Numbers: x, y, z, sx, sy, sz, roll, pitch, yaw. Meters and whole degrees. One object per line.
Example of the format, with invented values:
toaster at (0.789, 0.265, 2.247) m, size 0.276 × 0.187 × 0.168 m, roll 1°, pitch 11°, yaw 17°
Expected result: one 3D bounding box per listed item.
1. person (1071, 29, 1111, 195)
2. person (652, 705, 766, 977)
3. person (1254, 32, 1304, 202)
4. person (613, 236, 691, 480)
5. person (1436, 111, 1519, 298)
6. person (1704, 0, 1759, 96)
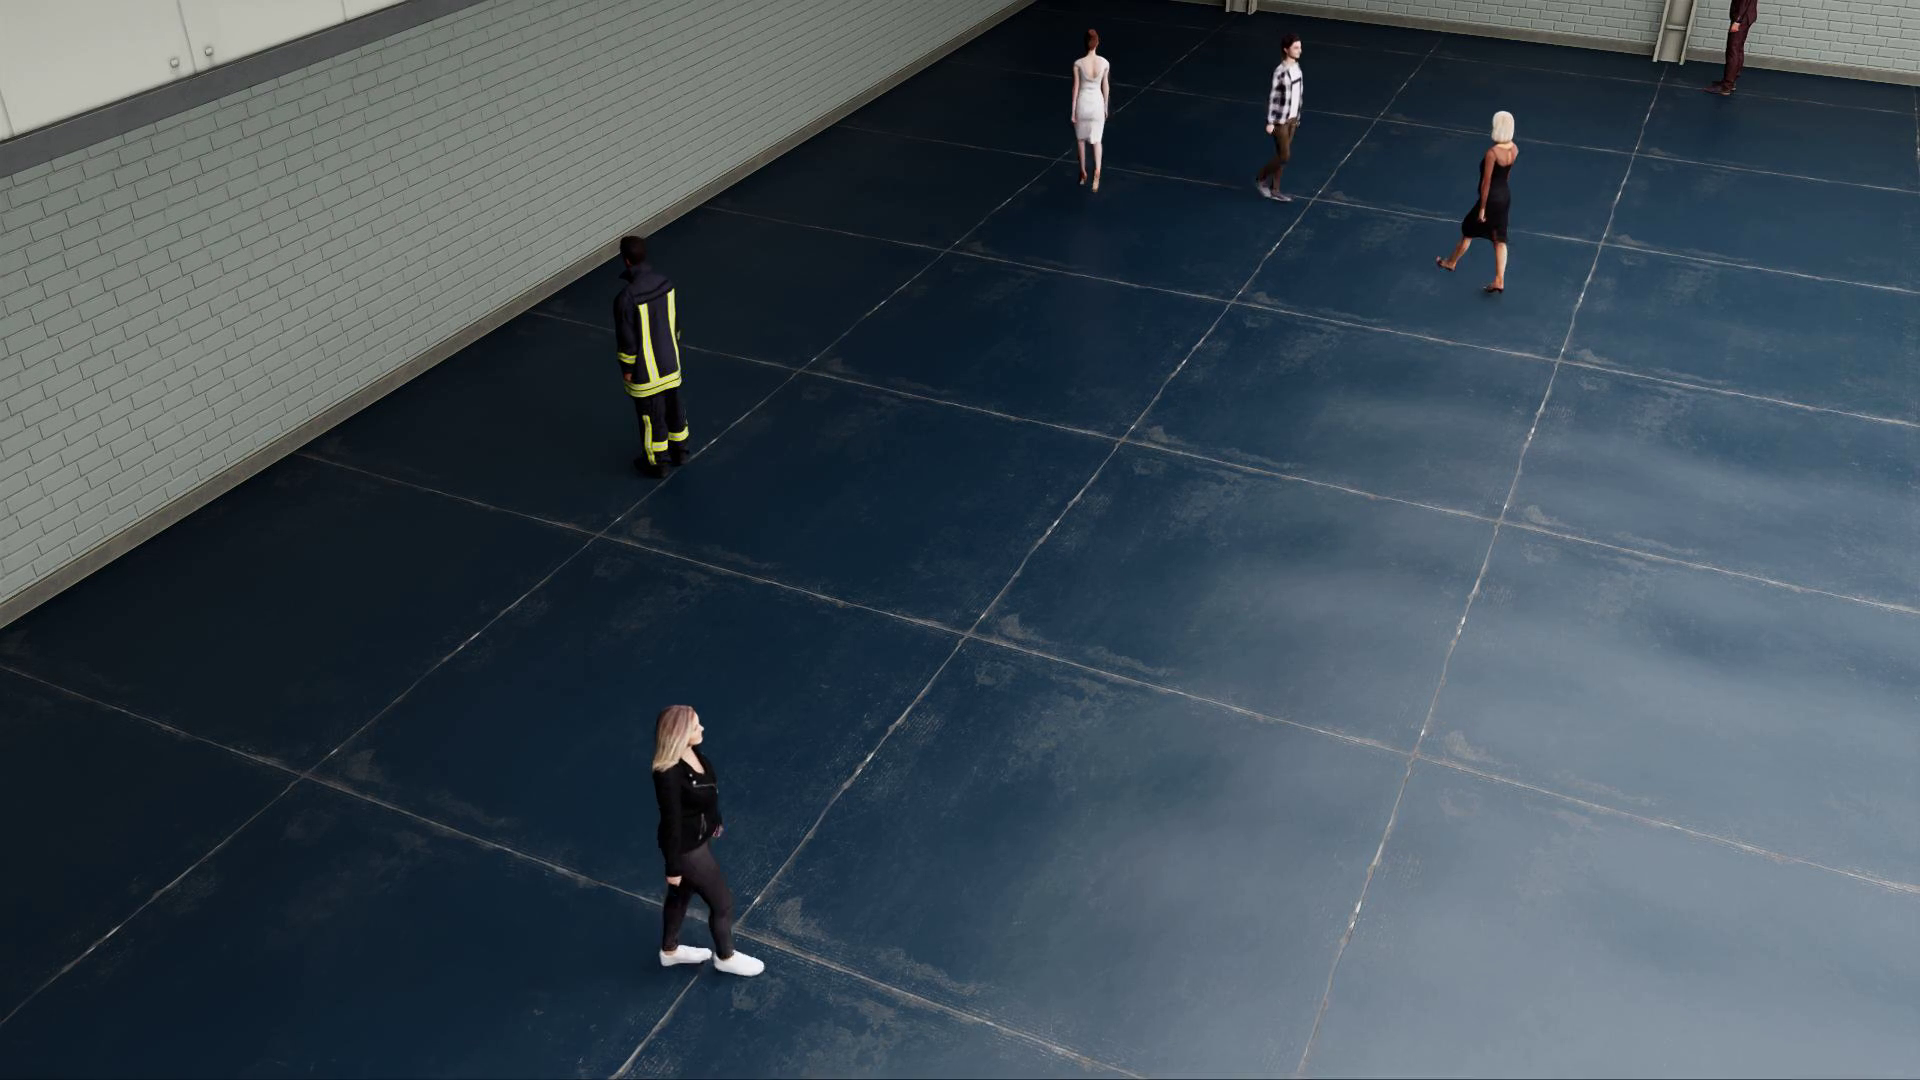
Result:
person at (1.386, -4.503, 17.695) m, size 1.076 × 1.769 × 0.981 m, roll -2°, pitch 32°, yaw -4°
person at (-1.448, 1.517, 8.247) m, size 0.909 × 1.668 × 0.812 m, roll -1°, pitch 32°, yaw -1°
person at (3.367, -4.495, 17.653) m, size 0.740 × 1.801 × 0.705 m, roll 25°, pitch 40°, yaw 34°
person at (-2.343, -1.391, 12.618) m, size 0.729 × 1.923 × 0.835 m, roll 21°, pitch 38°, yaw 29°
person at (5.031, -3.082, 15.515) m, size 0.986 × 1.693 × 1.151 m, roll -18°, pitch 37°, yaw -26°
person at (9.830, -6.565, 20.873) m, size 0.674 × 1.865 × 0.735 m, roll 22°, pitch 38°, yaw 31°
